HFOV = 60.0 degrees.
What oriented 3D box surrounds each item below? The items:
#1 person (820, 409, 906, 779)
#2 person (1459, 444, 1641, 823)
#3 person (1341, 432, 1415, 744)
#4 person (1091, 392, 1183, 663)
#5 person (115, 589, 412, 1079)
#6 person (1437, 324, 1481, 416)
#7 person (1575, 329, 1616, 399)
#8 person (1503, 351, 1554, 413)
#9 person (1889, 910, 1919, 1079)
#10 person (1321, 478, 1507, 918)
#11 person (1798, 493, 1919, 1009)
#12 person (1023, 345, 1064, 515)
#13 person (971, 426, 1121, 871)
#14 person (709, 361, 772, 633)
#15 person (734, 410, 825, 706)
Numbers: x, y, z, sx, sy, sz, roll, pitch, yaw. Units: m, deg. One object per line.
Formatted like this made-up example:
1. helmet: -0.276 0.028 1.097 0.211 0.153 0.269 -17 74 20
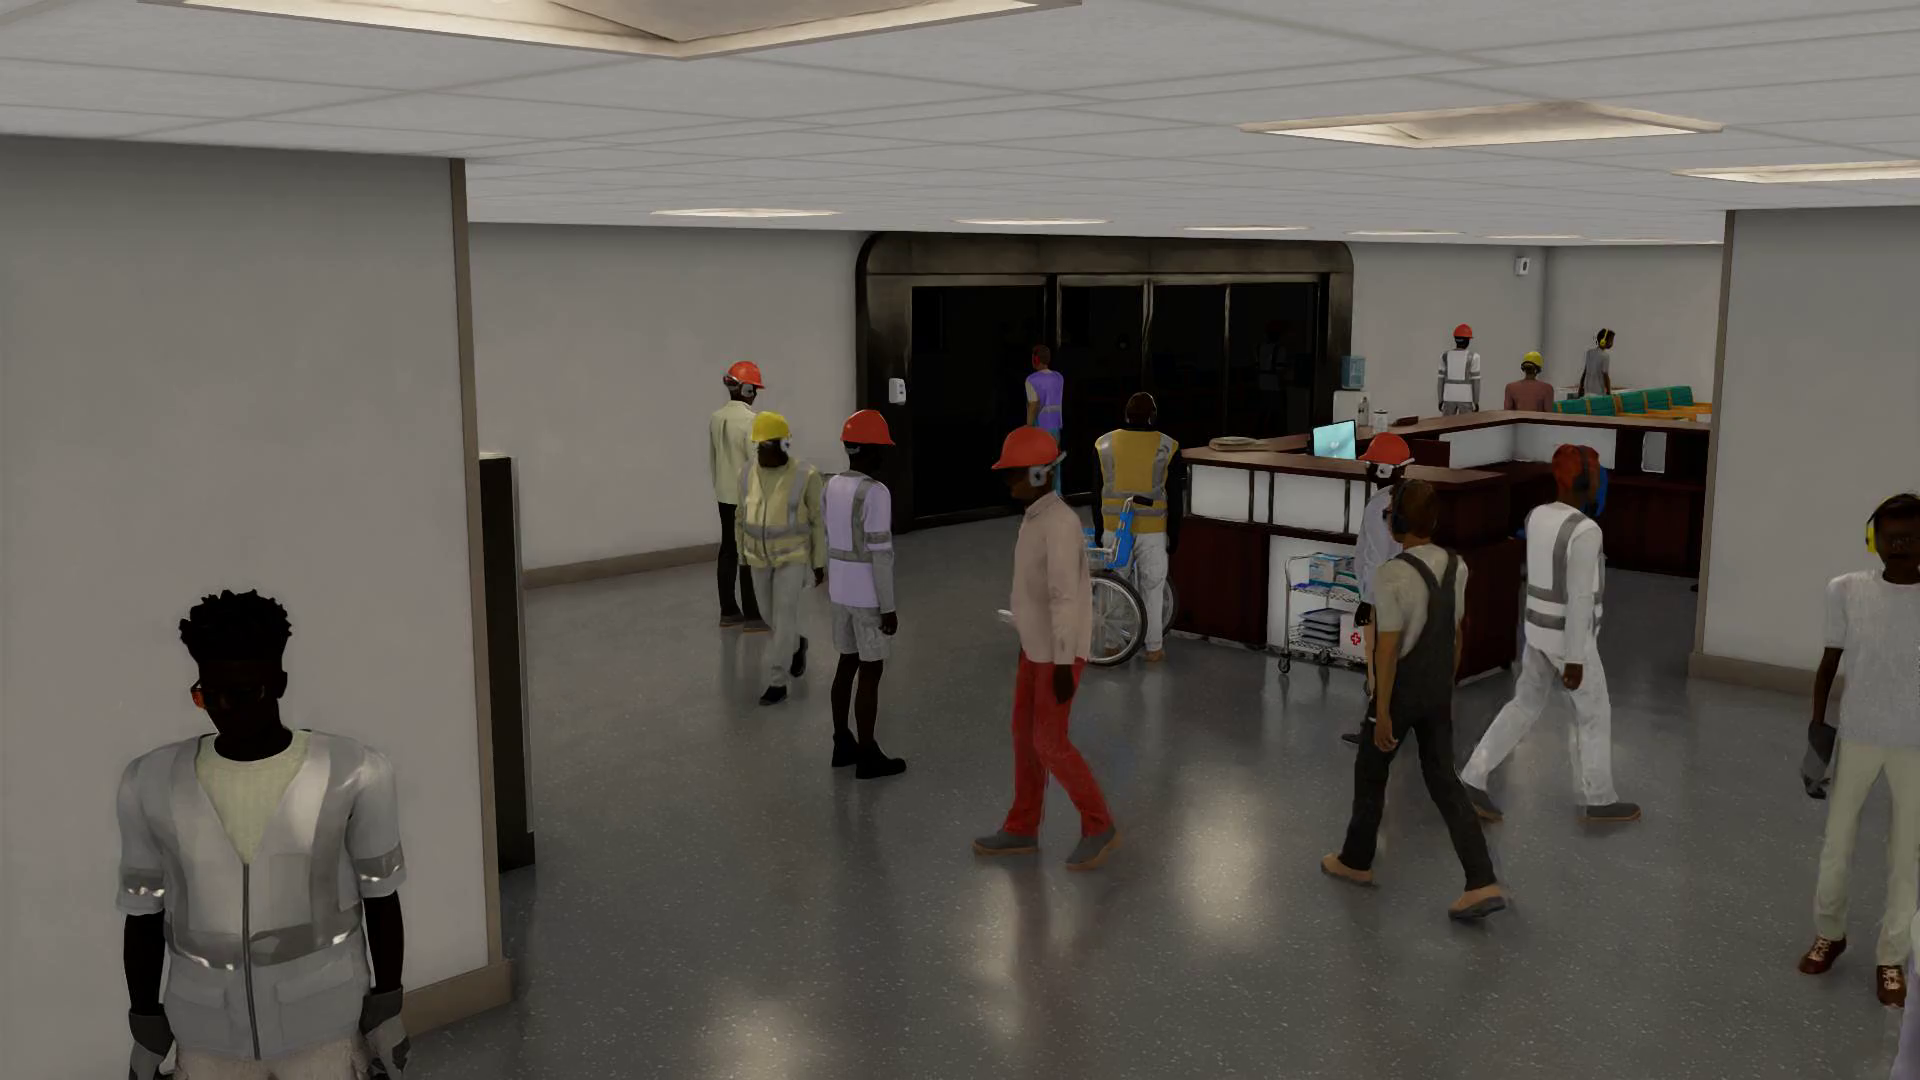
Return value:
1. person: -0.500 0.281 8.743 0.377 1.931 0.545 -7 11 -36
2. person: 2.793 0.459 7.904 0.955 1.848 0.586 -2 9 -10
3. person: 2.360 0.271 9.307 0.319 1.756 0.563 6 11 33
4. person: 1.197 -0.081 11.251 0.625 1.838 0.430 2 10 14
5. person: -1.562 1.072 3.756 0.613 1.964 0.361 -2 9 -12
6. person: 6.558 -1.861 21.843 0.553 1.934 0.364 6 11 34
7. person: 9.063 -2.073 23.538 0.903 1.805 0.556 -1 9 -9
8. person: 6.184 -1.167 18.111 0.533 1.767 0.326 5 10 27
9. person: 2.000 1.247 2.889 0.963 1.901 0.634 -3 10 -17
10. person: 1.908 0.644 6.863 0.528 1.810 0.932 -5 11 -29
11. person: 3.408 0.757 6.071 0.597 1.874 0.489 6 11 33
12. person: 0.910 -1.172 17.894 0.377 1.844 0.567 8 12 42
13. person: 0.373 0.477 7.391 0.579 1.976 0.662 -2 9 -12
14. person: -1.589 -0.317 12.217 0.390 1.986 0.609 -9 13 -43
15. person: -1.113 0.072 10.424 0.594 1.802 0.848 3 10 19
